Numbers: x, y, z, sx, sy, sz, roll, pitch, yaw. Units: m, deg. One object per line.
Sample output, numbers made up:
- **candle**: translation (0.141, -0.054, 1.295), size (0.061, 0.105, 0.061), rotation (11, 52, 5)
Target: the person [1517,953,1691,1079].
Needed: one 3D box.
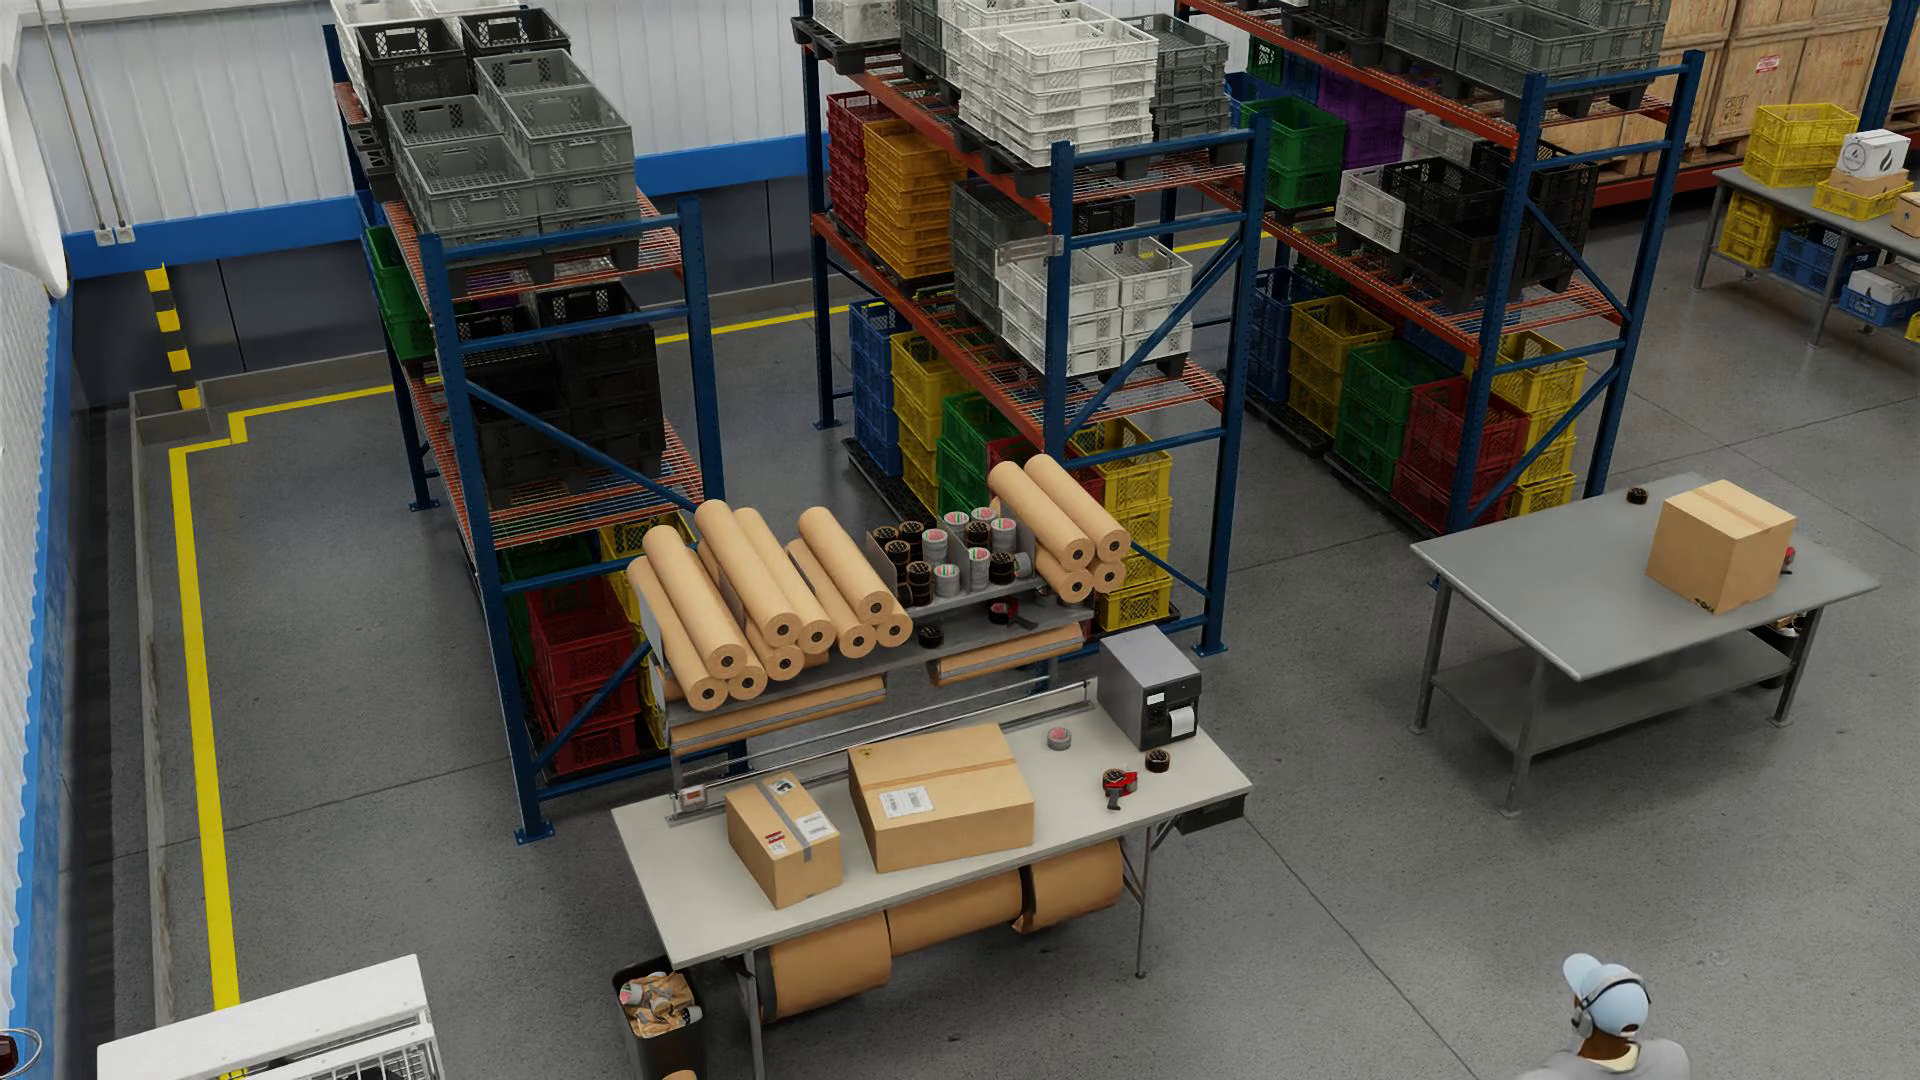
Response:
- **person**: translation (1.877, 2.013, 5.191), size (0.588, 1.853, 0.393), rotation (-9, 33, -14)
